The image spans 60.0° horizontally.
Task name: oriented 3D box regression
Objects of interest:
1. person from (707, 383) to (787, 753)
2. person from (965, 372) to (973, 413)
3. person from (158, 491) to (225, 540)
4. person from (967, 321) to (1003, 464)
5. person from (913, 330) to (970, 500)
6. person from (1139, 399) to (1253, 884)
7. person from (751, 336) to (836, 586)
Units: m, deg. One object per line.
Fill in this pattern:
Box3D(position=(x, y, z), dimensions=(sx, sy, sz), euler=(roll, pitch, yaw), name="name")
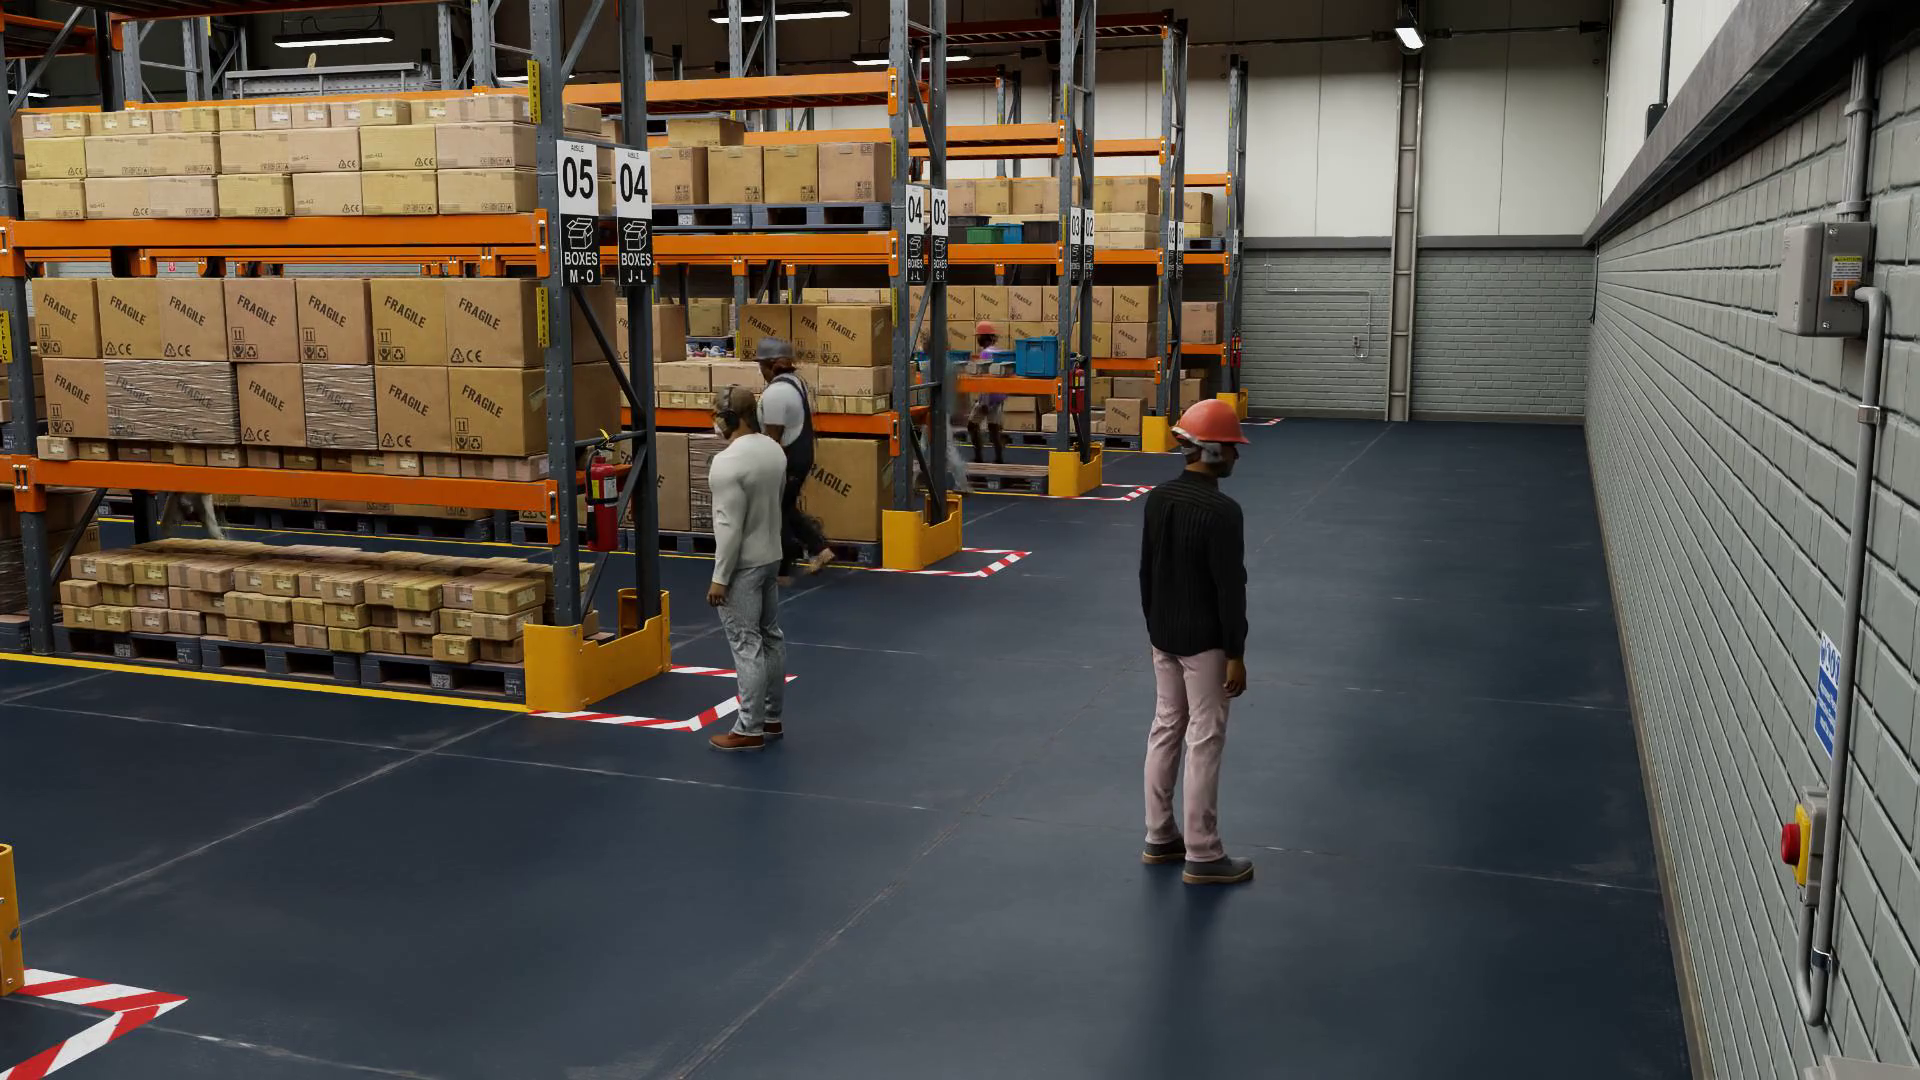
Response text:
Box3D(position=(-1.125, 0.147, 8.726), dimensions=(0.370, 1.938, 0.627), euler=(3, 10, 20), name="person")
Box3D(position=(-0.146, -2.722, 27.071), dimensions=(0.871, 1.792, 0.616), euler=(2, 9, 13), name="person")
Box3D(position=(-5.881, -0.410, 12.578), dimensions=(0.984, 1.820, 0.520), euler=(3, 10, 17), name="person")
Box3D(position=(0.271, -1.774, 20.777), dimensions=(0.660, 1.912, 0.565), euler=(4, 10, 22), name="person")
Box3D(position=(-0.326, -1.380, 18.424), dimensions=(1.020, 1.879, 0.652), euler=(3, 9, 16), name="person")
Box3D(position=(0.992, 0.412, 6.900), dimensions=(0.396, 1.990, 0.621), euler=(-5, 10, -28), name="person")
Box3D(position=(-1.409, -0.642, 13.328), dimensions=(0.612, 2.000, 0.717), euler=(2, 9, 10), name="person")
